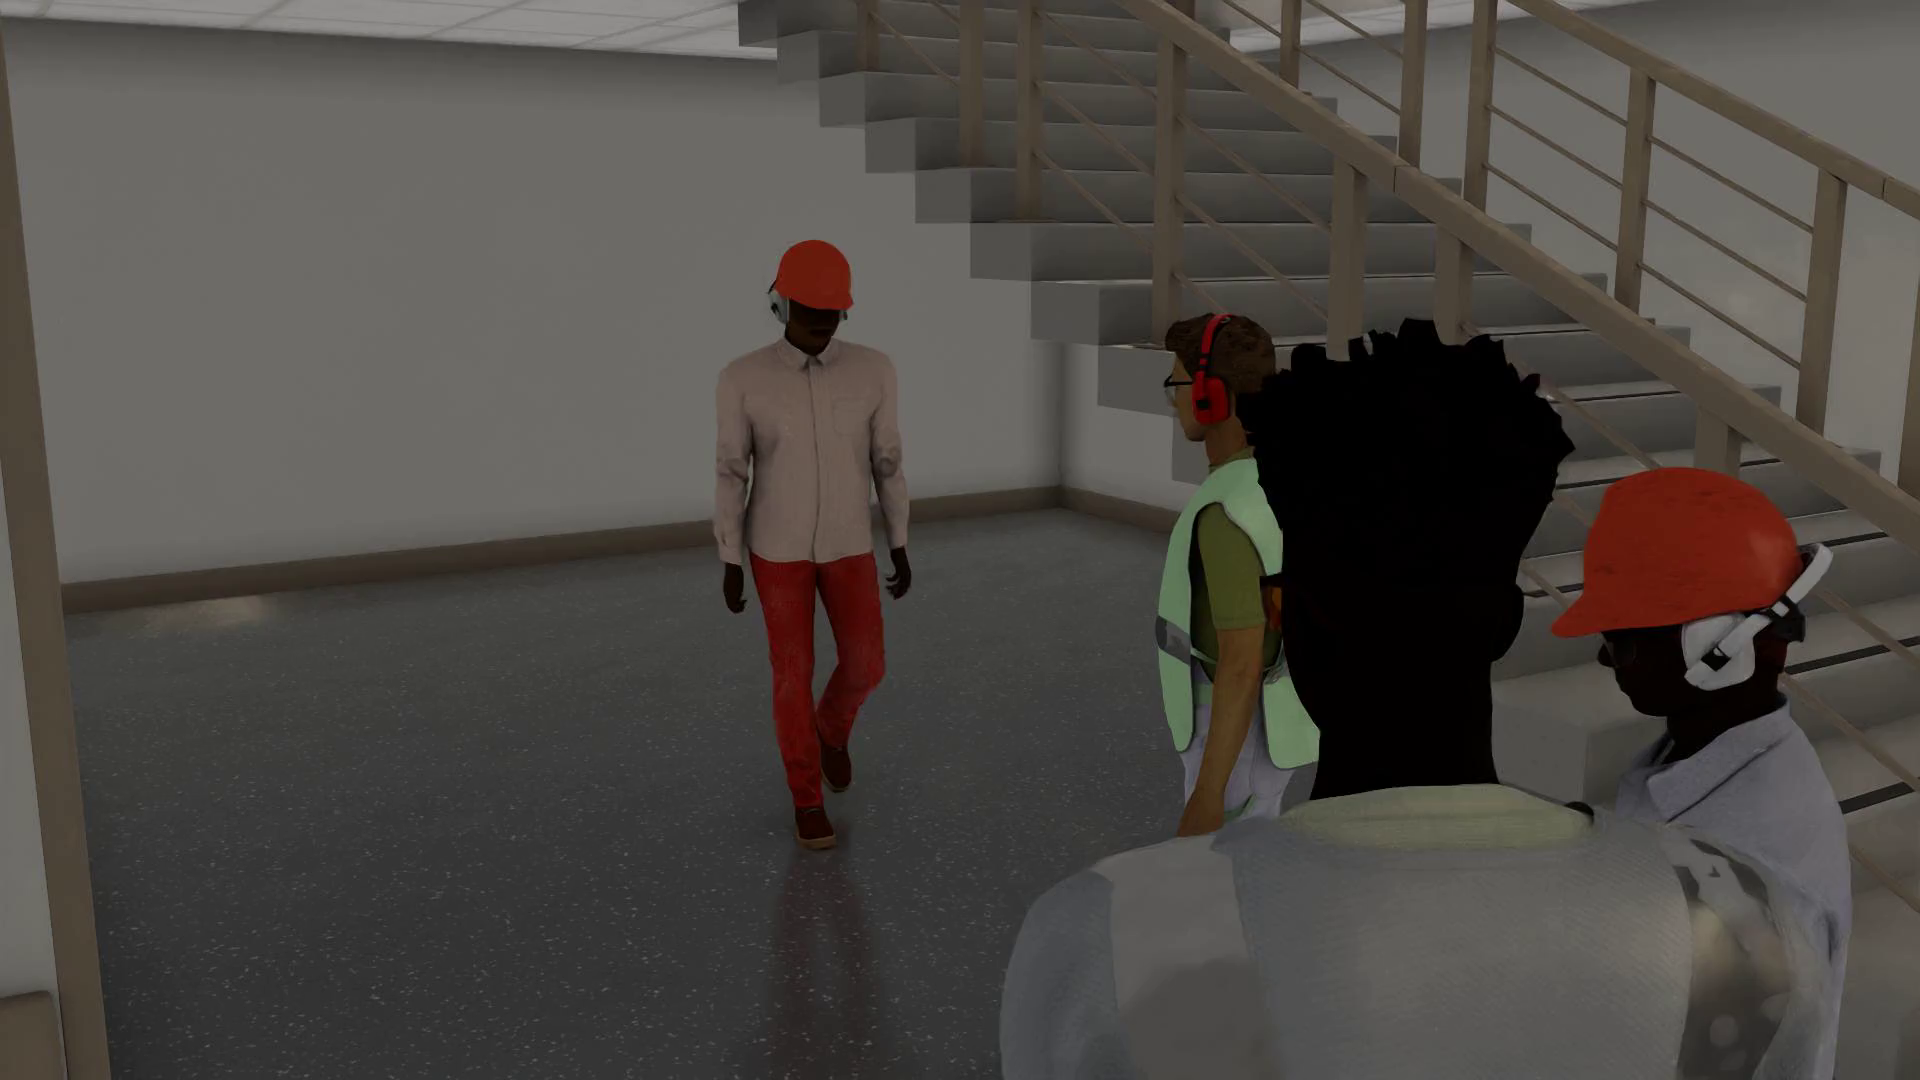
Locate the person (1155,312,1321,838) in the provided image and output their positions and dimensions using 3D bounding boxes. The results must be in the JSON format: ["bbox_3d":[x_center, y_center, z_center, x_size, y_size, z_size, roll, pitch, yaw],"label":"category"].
[{"bbox_3d":[0.597,0.449,3.516,0.374,1.839,0.569,4,11,18],"label":"person"}]

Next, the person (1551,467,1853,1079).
[{"bbox_3d":[0.869,0.773,2.061,0.340,1.742,0.560,4,11,18],"label":"person"}]

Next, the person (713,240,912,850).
[{"bbox_3d":[-0.486,0.017,5.430,0.650,1.968,0.566,-3,11,-18],"label":"person"}]

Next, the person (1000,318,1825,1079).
[{"bbox_3d":[0.315,0.813,1.307,0.608,1.955,0.385,-2,11,-9],"label":"person"}]
